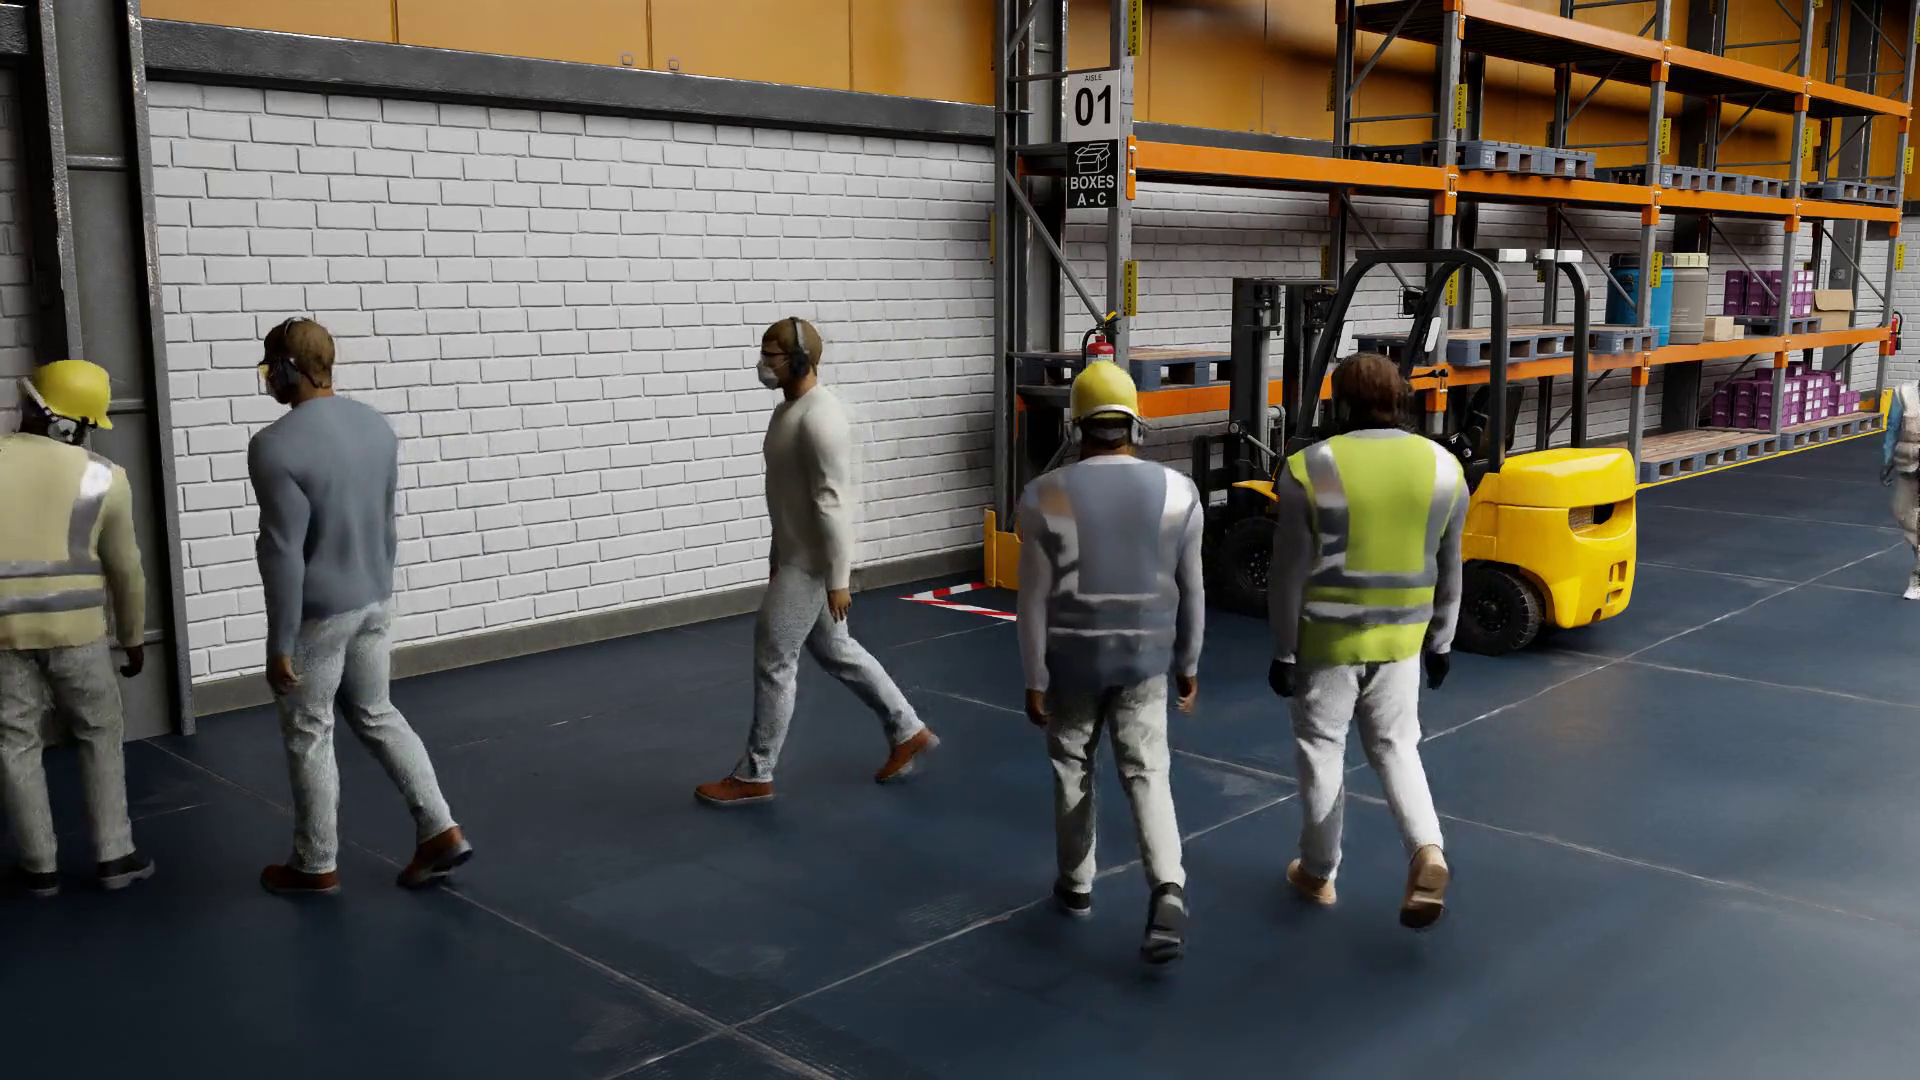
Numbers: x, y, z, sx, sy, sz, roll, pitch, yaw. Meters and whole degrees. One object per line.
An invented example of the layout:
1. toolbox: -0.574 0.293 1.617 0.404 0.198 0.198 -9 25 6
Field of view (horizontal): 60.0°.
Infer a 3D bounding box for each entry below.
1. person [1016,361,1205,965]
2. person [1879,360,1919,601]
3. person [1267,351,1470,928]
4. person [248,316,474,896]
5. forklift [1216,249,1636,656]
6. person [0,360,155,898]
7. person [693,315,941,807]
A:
1. person: 0.473 0.365 5.042 0.596 1.804 0.820 -1 9 -8
2. person: 6.163 -0.450 10.557 0.660 1.612 0.511 -8 12 -39
3. person: 1.273 0.322 5.209 0.636 1.819 0.705 -2 9 -11
4. person: -2.015 0.239 5.457 0.595 1.949 0.642 3 10 19
5. forklift: 2.710 -0.584 9.626 2.313 2.155 1.214 9 13 43
6. person: -3.014 0.307 5.457 0.636 1.780 0.412 -5 10 -26
7. person: -0.536 0.078 6.479 0.961 1.906 0.644 -2 10 -15
